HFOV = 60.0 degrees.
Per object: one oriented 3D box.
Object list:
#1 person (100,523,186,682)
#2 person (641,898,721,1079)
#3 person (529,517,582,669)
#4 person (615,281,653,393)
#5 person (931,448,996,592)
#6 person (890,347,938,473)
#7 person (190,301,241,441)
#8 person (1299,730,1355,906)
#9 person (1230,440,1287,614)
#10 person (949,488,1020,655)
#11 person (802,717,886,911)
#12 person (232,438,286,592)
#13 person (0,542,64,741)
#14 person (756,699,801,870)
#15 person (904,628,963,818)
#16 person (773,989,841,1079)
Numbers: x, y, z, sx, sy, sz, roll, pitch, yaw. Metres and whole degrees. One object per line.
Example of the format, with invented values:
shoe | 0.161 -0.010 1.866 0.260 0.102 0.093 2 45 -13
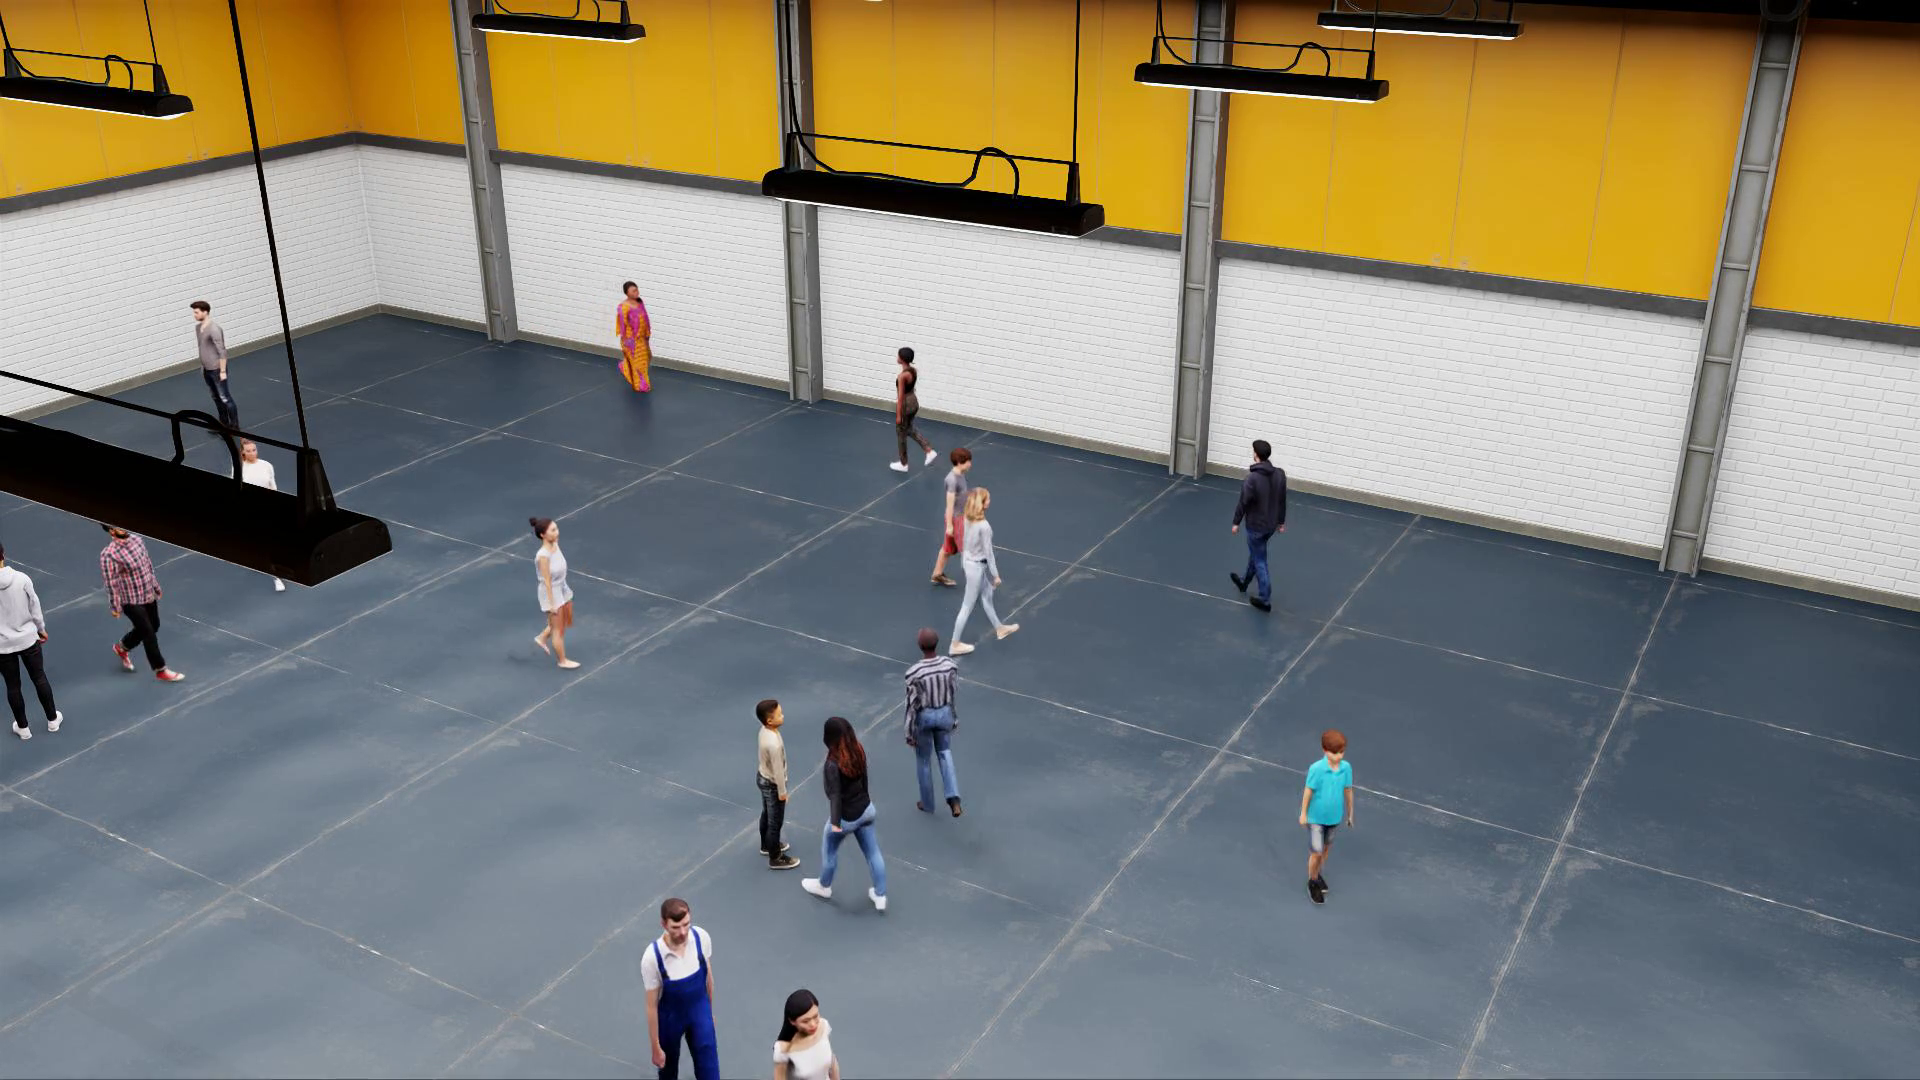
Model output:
person | -8.062 0.546 16.168 1.140 1.743 0.932 4 24 9
person | -1.793 2.992 10.511 1.073 1.792 1.346 -14 27 -28
person | -4.066 0.532 16.385 0.806 1.594 0.691 4 24 9
person | -4.800 -3.010 24.401 0.878 1.665 0.642 13 27 26
person | -0.105 -0.221 18.074 1.052 1.622 0.806 5 24 11
person | -0.600 -1.634 21.230 0.885 1.683 0.602 11 26 24
person | -10.092 -2.327 22.541 0.548 1.903 0.790 18 29 35
person | 2.824 2.092 13.008 0.699 1.441 0.759 -7 24 -15
person | 3.230 -0.110 17.519 0.989 1.862 1.141 -14 27 -28
person | 0.075 0.340 16.614 1.060 1.764 1.080 -10 26 -22
person | -0.796 2.126 12.737 0.943 1.596 0.719 17 29 34
person | -7.701 -0.317 18.201 0.955 1.696 1.164 -14 27 -29
person | -8.610 0.893 15.140 0.773 1.930 0.755 -16 28 -32
person | -1.512 1.934 13.341 0.693 1.463 0.620 -8 25 -17
person | -0.186 1.572 13.778 0.872 1.777 0.956 -11 26 -23
person | -0.956 3.334 9.768 0.786 1.761 0.703 20 31 38
